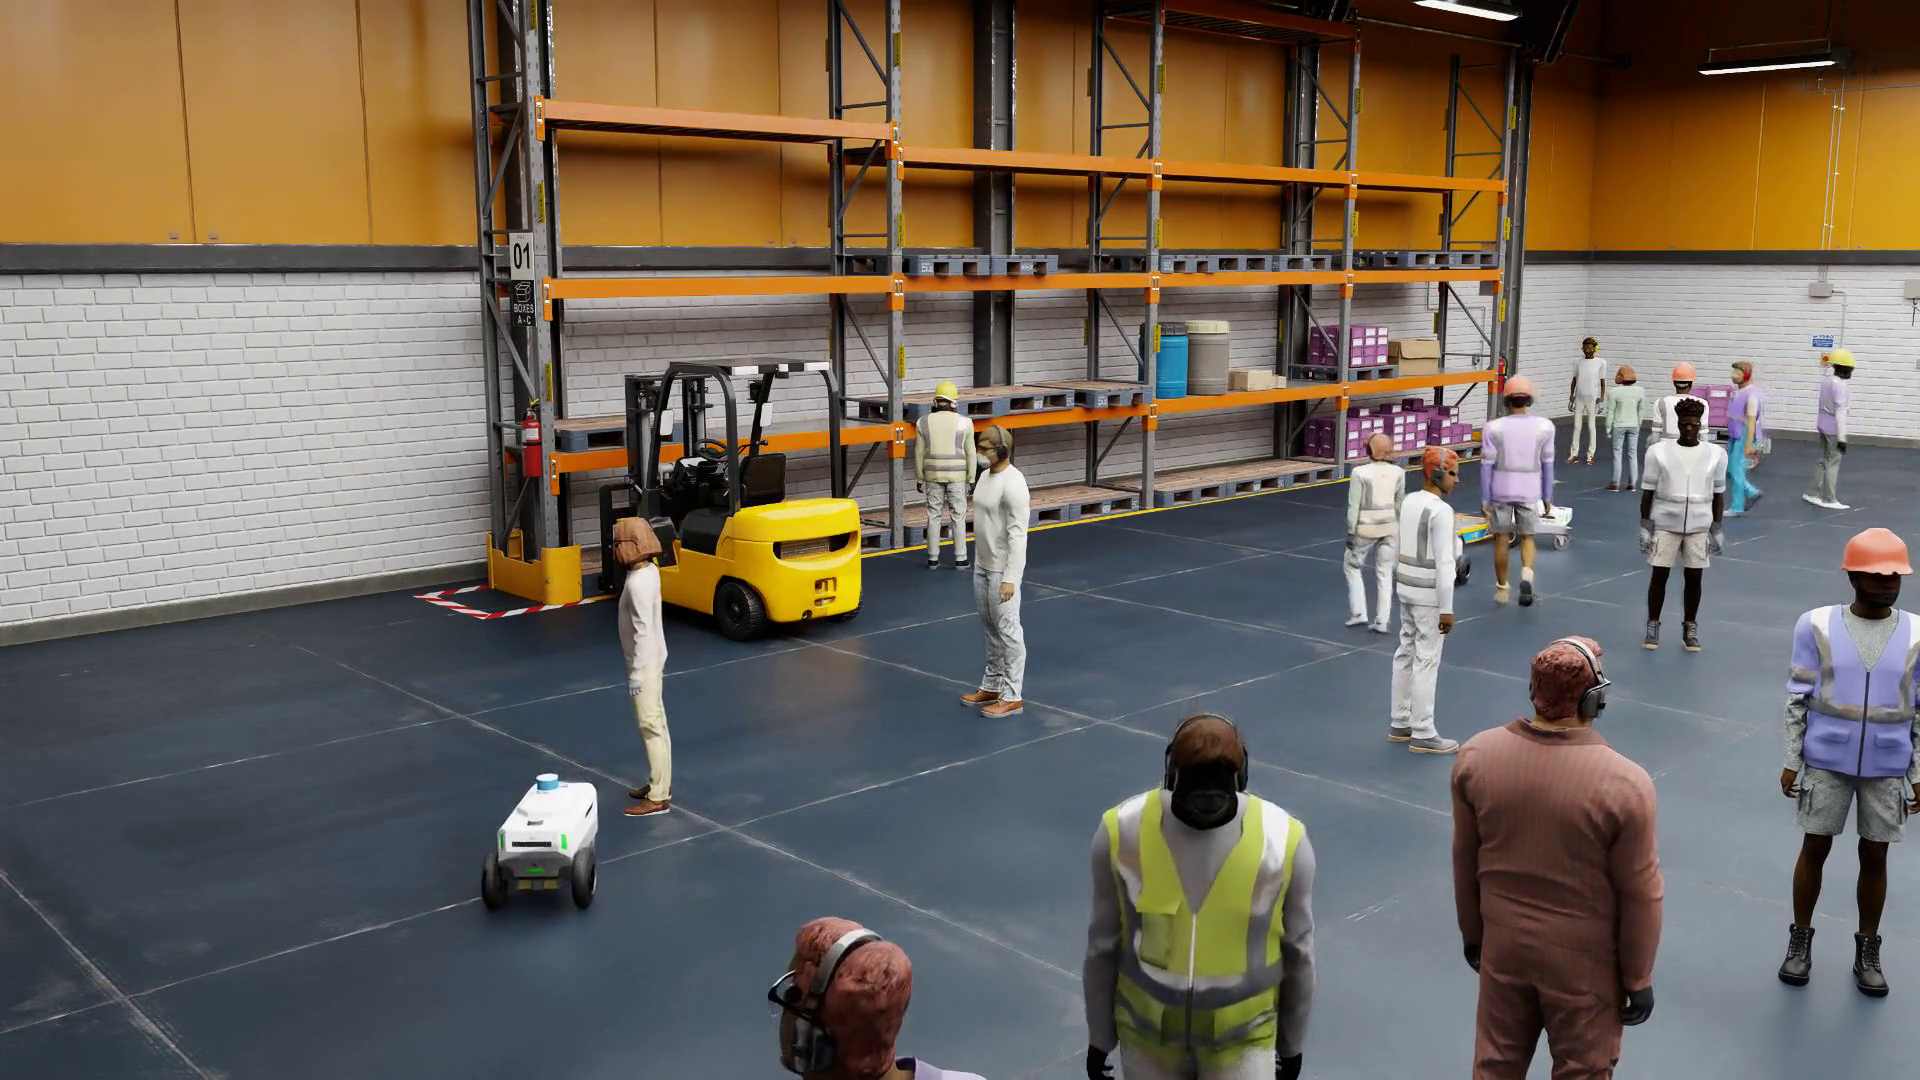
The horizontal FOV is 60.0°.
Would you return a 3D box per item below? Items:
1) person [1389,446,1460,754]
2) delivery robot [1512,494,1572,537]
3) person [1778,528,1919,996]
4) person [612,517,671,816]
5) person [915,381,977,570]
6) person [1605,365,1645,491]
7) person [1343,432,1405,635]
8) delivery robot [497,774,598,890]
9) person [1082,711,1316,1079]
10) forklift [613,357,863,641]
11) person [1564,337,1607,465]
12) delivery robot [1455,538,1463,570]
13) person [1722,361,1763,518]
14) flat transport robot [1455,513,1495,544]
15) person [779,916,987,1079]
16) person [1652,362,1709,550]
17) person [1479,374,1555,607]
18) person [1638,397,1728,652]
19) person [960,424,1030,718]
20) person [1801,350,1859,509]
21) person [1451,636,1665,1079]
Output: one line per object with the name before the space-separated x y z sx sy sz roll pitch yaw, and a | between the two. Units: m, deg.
person | 2.865 0.360 10.223 0.349 1.885 0.577 -2 10 -11
delivery robot | 6.002 -0.239 17.347 0.707 0.478 0.477 4 11 24
person | 3.694 0.907 6.857 0.551 1.941 0.340 4 10 22
person | -1.731 0.684 9.062 0.269 1.632 0.504 -1 10 -3
person | -0.133 -0.619 16.116 0.600 1.828 0.404 1 10 8
person | 8.587 -1.436 21.502 0.501 1.632 0.274 -1 10 -4
person | 3.326 -0.058 13.422 0.545 1.621 0.479 -3 10 -18
delivery robot | -1.966 1.364 7.963 0.477 0.478 0.707 0 10 -1
person | 0.648 1.358 4.577 0.627 1.830 0.445 2 10 14
forklift | -1.847 -0.414 13.852 1.214 2.155 2.313 -9 13 -42
person | 9.151 -2.030 24.296 0.517 1.862 0.328 8 12 38
delivery robot | 4.352 0.116 15.267 0.477 0.478 0.707 6 12 33
person | 9.059 -1.159 19.267 0.467 1.828 0.588 1 10 7
flat transport robot | 5.178 -0.096 17.613 1.431 0.197 0.652 -10 14 -44
person | -0.197 1.588 2.962 0.641 1.913 0.407 -8 13 -40
person | 7.447 -0.865 17.232 0.545 1.942 0.354 6 11 31
person | 4.757 -0.398 14.243 0.622 2.031 0.666 2 10 10
person | 5.560 -0.116 12.781 0.648 1.962 0.380 3 10 14
person | 0.245 0.199 11.012 0.372 1.940 0.632 -4 10 -22
person | 10.512 -1.327 20.076 0.486 1.917 0.664 2 10 12
person | 1.814 1.231 5.066 0.643 1.909 0.410 10 14 44
